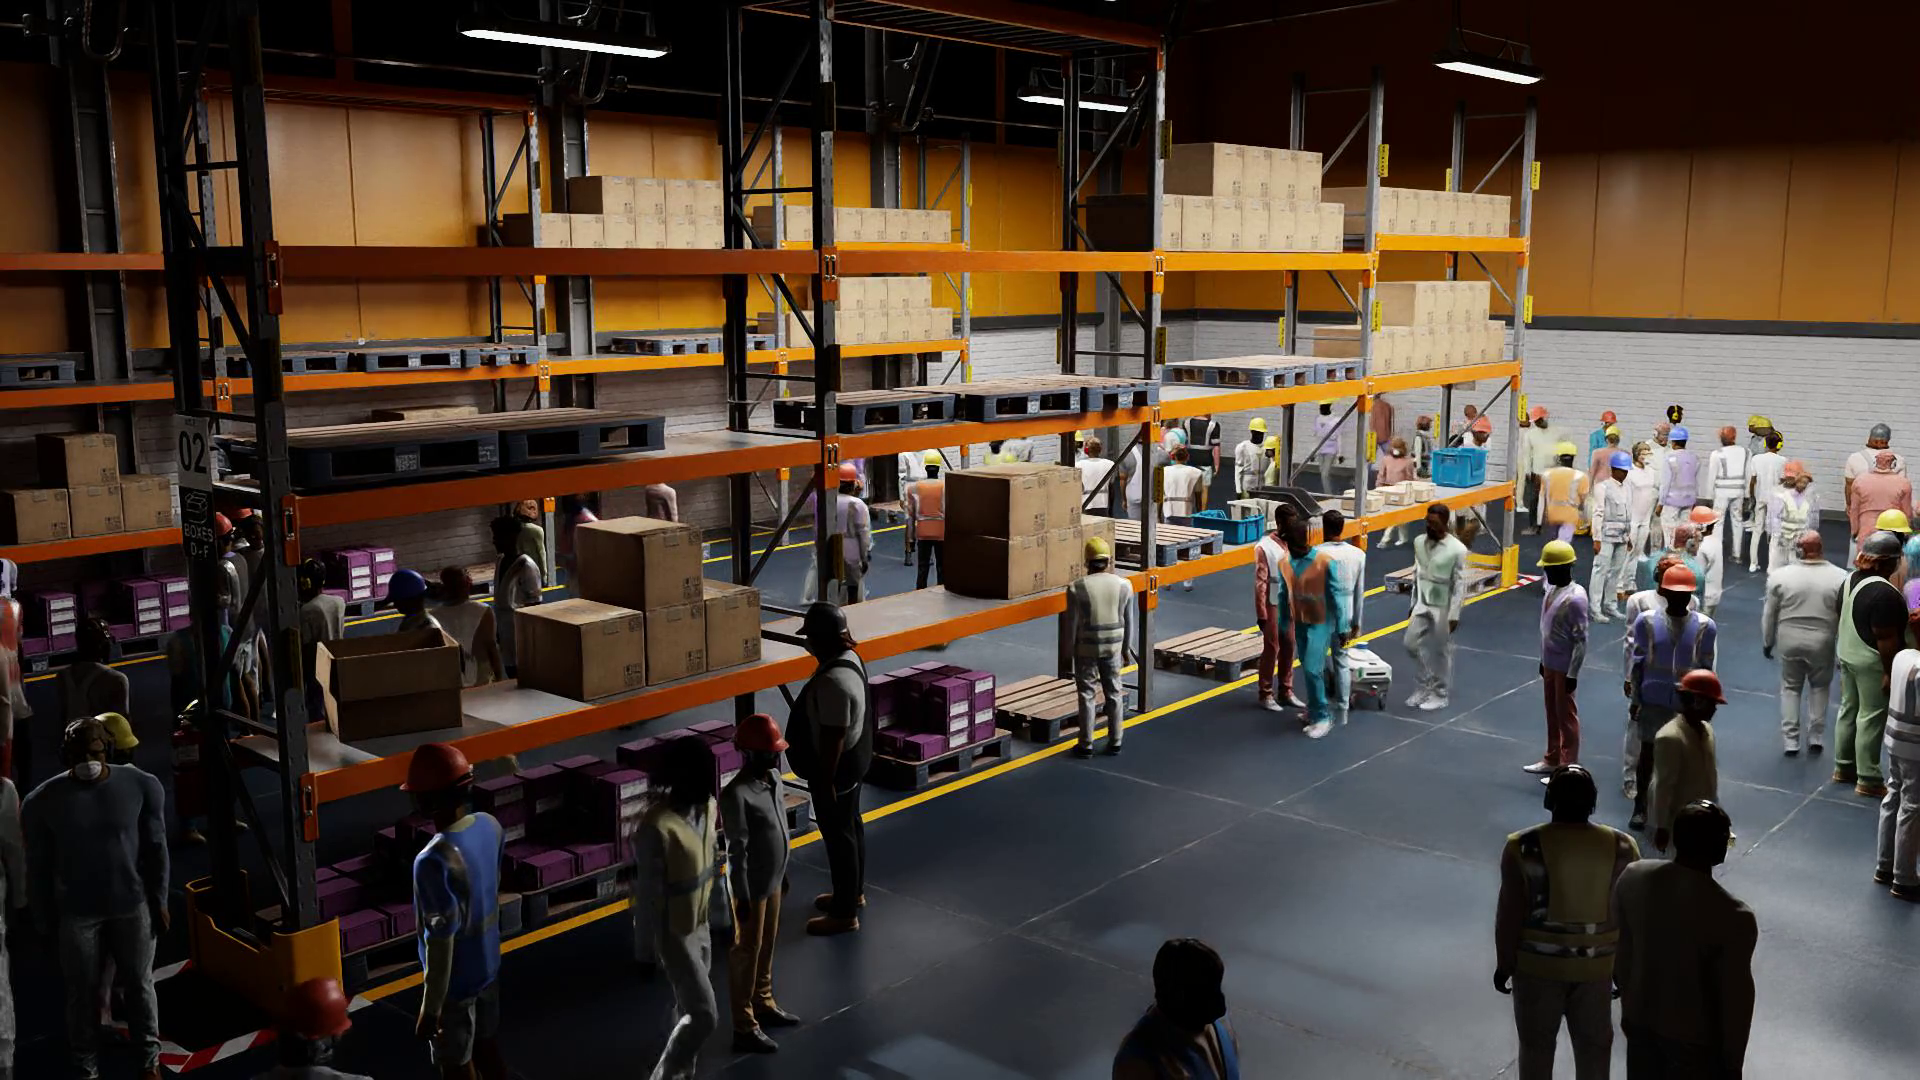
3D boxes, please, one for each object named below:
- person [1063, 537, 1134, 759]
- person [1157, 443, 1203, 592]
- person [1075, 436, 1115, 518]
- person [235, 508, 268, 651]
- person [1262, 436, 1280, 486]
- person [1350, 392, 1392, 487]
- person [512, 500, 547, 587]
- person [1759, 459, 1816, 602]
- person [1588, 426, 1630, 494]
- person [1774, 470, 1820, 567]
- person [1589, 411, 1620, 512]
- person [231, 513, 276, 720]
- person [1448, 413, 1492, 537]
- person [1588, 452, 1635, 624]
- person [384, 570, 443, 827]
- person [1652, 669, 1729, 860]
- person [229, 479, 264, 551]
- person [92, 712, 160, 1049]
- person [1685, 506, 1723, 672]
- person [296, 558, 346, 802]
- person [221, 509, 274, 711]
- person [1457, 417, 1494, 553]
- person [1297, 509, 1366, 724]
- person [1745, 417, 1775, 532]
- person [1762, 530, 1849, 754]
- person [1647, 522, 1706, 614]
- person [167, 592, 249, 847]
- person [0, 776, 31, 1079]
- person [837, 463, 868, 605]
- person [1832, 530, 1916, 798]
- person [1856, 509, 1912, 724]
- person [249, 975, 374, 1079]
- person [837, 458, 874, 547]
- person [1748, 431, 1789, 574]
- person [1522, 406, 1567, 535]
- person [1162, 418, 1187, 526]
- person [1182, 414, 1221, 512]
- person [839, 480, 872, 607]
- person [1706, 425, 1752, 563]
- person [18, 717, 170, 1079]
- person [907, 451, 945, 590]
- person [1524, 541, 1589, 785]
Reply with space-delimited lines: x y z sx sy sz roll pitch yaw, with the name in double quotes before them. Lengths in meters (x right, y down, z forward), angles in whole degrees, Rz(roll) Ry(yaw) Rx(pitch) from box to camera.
"person" 1.126 0.883 13.641 0.600 1.827 0.404 -3 10 -16
"person" 2.702 -0.273 20.519 0.560 1.838 0.393 2 10 13
"person" 1.703 -0.397 21.224 0.566 1.850 0.389 -3 10 -15
"person" -6.738 0.524 15.739 0.345 1.847 0.504 -3 10 -16
"person" 4.167 -0.502 22.133 0.339 1.761 0.524 4 10 24
"person" 7.481 -1.822 29.562 0.628 1.925 1.147 -5 11 -28
"person" -4.534 0.354 17.421 0.504 1.623 0.298 4 10 23
"person" 9.937 -0.119 19.915 0.597 1.733 0.567 -7 12 -36
"person" 9.211 -0.747 23.613 0.541 1.749 0.412 2 10 10
"person" 9.932 -0.024 19.744 0.516 1.602 0.770 3 10 18
"person" 10.091 -1.149 26.001 0.571 1.749 0.343 -4 10 -22
"person" -6.218 0.680 14.780 0.521 1.860 0.320 0 10 0
"person" 7.551 -0.964 24.655 0.921 1.853 0.579 -9 13 -44
"person" 7.370 -0.032 18.760 0.614 1.943 0.405 -5 11 -30
"person" -3.804 1.155 11.697 0.399 1.939 0.602 -7 12 -37
"person" 4.226 1.611 9.618 0.585 1.716 0.389 -8 12 -38
"person" -7.383 0.283 17.179 0.345 1.847 0.506 6 11 33
"person" -4.404 1.749 8.694 0.346 1.757 0.530 0 10 0
"person" 7.098 0.541 15.959 0.364 1.743 0.557 8 12 39
"person" -4.818 1.053 12.549 0.334 1.860 0.510 4 10 21
"person" -6.507 0.586 15.131 0.387 1.929 0.544 -1 10 -7
"person" 6.843 -0.625 22.064 0.419 2.025 0.602 9 13 42
"person" 3.262 0.688 14.591 0.601 1.906 0.386 -3 10 -15
"person" 12.081 -0.983 25.074 0.324 1.737 0.484 9 13 42
"person" 6.986 0.839 13.732 0.673 1.879 0.591 5 11 26
"person" 6.052 0.780 14.100 0.484 1.887 0.643 -3 10 -17
"person" -5.273 1.223 11.647 0.393 1.830 0.514 6 11 34
"person" -4.974 1.770 8.299 0.602 1.865 0.819 -4 10 -23
"person" -1.218 0.142 17.745 0.551 1.934 0.373 5 11 26
"person" 7.018 0.931 12.726 0.538 2.000 0.684 0 10 2
"person" 8.057 0.682 14.546 0.585 1.928 0.379 -5 11 -27
"person" -2.177 2.307 5.510 0.583 1.708 0.847 -1 10 -7
"person" -1.520 -0.684 22.869 0.599 1.882 0.973 9 13 42
"person" 10.580 -0.494 21.745 0.328 1.872 0.514 -8 13 -41
"person" 8.739 -1.011 24.641 0.769 1.950 0.391 2 10 11
"person" 3.209 -1.034 25.092 0.390 1.825 0.527 7 12 36
"person" 3.689 -1.192 25.459 0.615 2.028 0.409 4 10 24
"person" -1.208 0.114 18.799 0.514 1.640 0.309 7 12 37
"person" 10.368 -0.609 22.430 0.598 1.876 0.344 -1 10 -5
"person" -4.134 1.779 8.016 0.622 1.932 0.373 -6 11 -31
"person" -0.310 -0.061 19.030 0.582 1.919 0.399 2 10 11
"person" 4.657 0.953 12.960 0.386 1.917 0.593 0 10 -2
